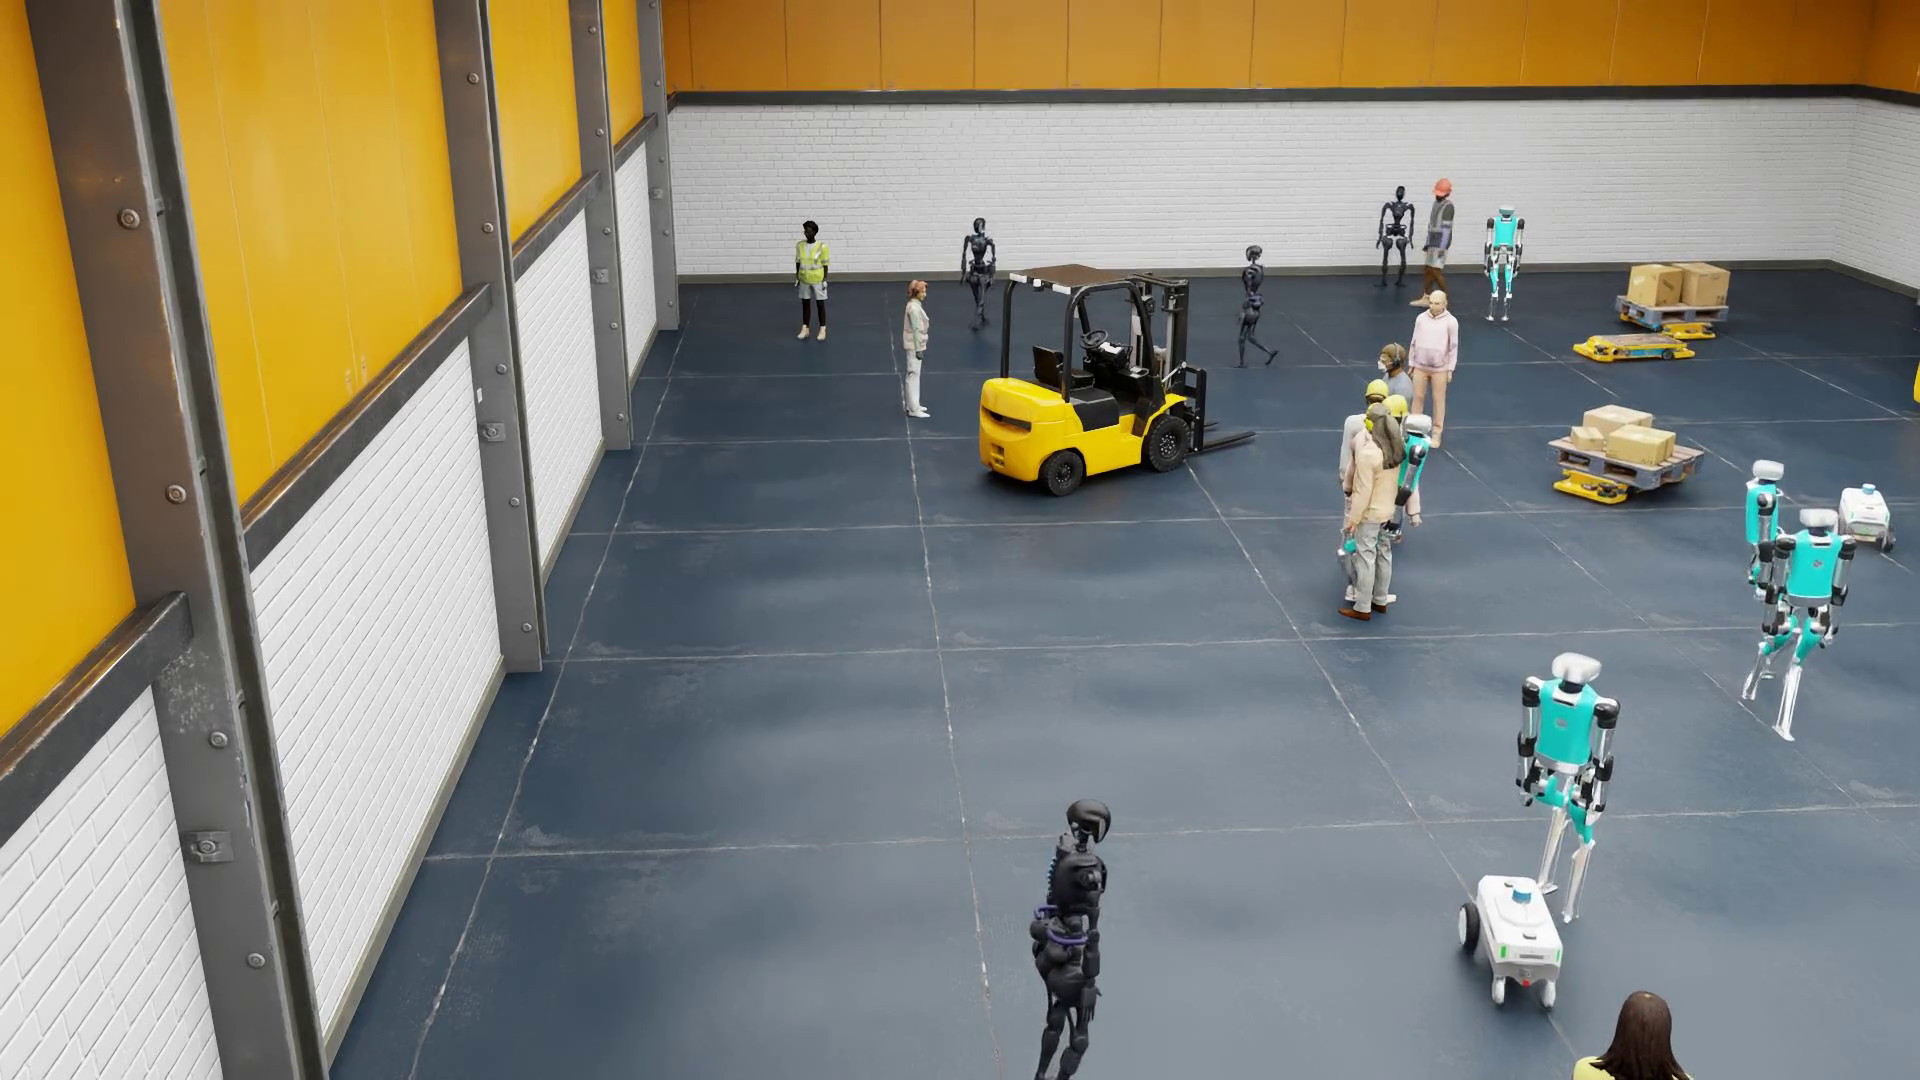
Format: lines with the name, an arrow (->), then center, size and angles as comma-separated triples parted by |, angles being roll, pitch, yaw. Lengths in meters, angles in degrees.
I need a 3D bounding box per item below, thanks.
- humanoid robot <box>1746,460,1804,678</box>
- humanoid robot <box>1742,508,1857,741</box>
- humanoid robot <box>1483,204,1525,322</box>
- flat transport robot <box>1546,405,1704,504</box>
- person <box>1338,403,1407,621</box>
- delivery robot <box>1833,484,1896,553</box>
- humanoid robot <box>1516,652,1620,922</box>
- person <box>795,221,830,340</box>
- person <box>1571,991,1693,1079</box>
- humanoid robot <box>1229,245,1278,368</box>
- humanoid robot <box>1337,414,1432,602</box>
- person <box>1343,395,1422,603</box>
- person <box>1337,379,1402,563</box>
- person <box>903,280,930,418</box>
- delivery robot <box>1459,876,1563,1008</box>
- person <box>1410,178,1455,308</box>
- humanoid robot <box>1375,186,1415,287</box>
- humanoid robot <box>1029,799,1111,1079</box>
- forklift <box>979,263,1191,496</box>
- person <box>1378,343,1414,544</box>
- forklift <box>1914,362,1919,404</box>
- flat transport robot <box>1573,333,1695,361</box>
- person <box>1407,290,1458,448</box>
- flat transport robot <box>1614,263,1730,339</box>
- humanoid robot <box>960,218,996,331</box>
humanoid robot -> 6.307, 0.297, 12.771 | 0.693, 1.835, 0.531 | 6, 21, 15
humanoid robot -> 6.018, 0.522, 12.127 | 0.546, 1.803, 0.904 | 3, 20, 7
humanoid robot -> 7.888, -3.992, 24.178 | 0.533, 1.677, 0.735 | 5, 21, 13
flat transport robot -> 6.935, -0.664, 17.435 | 1.431, 0.231, 0.659 | -15, 25, -35
person -> 3.479, -0.231, 13.930 | 0.555, 1.876, 0.405 | -16, 26, -37
delivery robot -> 8.606, -0.234, 15.837 | 0.499, 0.585, 0.785 | 7, 21, 19
humanoid robot -> 3.552, 1.417, 9.677 | 0.536, 1.795, 0.826 | 15, 25, 35
person -> -2.101, -3.682, 23.587 | 0.532, 1.696, 0.318 | 7, 21, 19
person -> 2.566, 2.556, 6.497 | 0.457, 1.766, 0.382 | 6, 21, 15
humanoid robot -> 3.911, -3.069, 21.974 | 0.575, 1.641, 0.585 | 7, 21, 18
humanoid robot -> 3.514, -0.180, 14.120 | 0.814, 1.850, 0.558 | 3, 20, 9
person -> 3.587, -0.335, 14.246 | 0.434, 1.854, 0.817 | -15, 25, -34
person -> 3.705, -0.594, 15.090 | 0.533, 1.754, 0.339 | 2, 20, 7
person -> -0.527, -2.289, 19.875 | 0.310, 1.638, 0.512 | -2, 20, -5
delivery robot -> 3.098, 2.187, 9.272 | 0.499, 0.608, 0.790 | 2, 20, 6
person -> 7.286, -4.515, 25.395 | 0.417, 2.022, 0.699 | -2, 20, -6
humanoid robot -> 7.076, -4.932, 27.024 | 0.598, 1.647, 0.364 | 3, 20, 8
humanoid robot -> 0.514, 2.013, 8.123 | 0.417, 1.638, 0.612 | -6, 21, -16
forklift -> 1.315, -1.764, 17.646 | 2.313, 2.155, 1.214 | -14, 24, -33
person -> 4.064, -0.917, 15.718 | 0.361, 1.932, 0.628 | 1, 20, 2
forklift -> 12.602, -2.435, 19.475 | 2.313, 2.155, 1.214 | -1, 20, -4
flat transport robot -> 9.252, -2.641, 22.823 | 1.431, 0.231, 0.659 | -3, 20, -9
person -> 5.303, -1.932, 18.692 | 0.535, 1.781, 0.400 | 13, 24, 31
flat transport robot -> 10.323, -3.167, 24.256 | 0.659, 0.231, 1.431 | -3, 20, -9
humanoid robot -> 0.256, -3.877, 24.207 | 0.589, 1.620, 0.782 | 10, 23, 26
